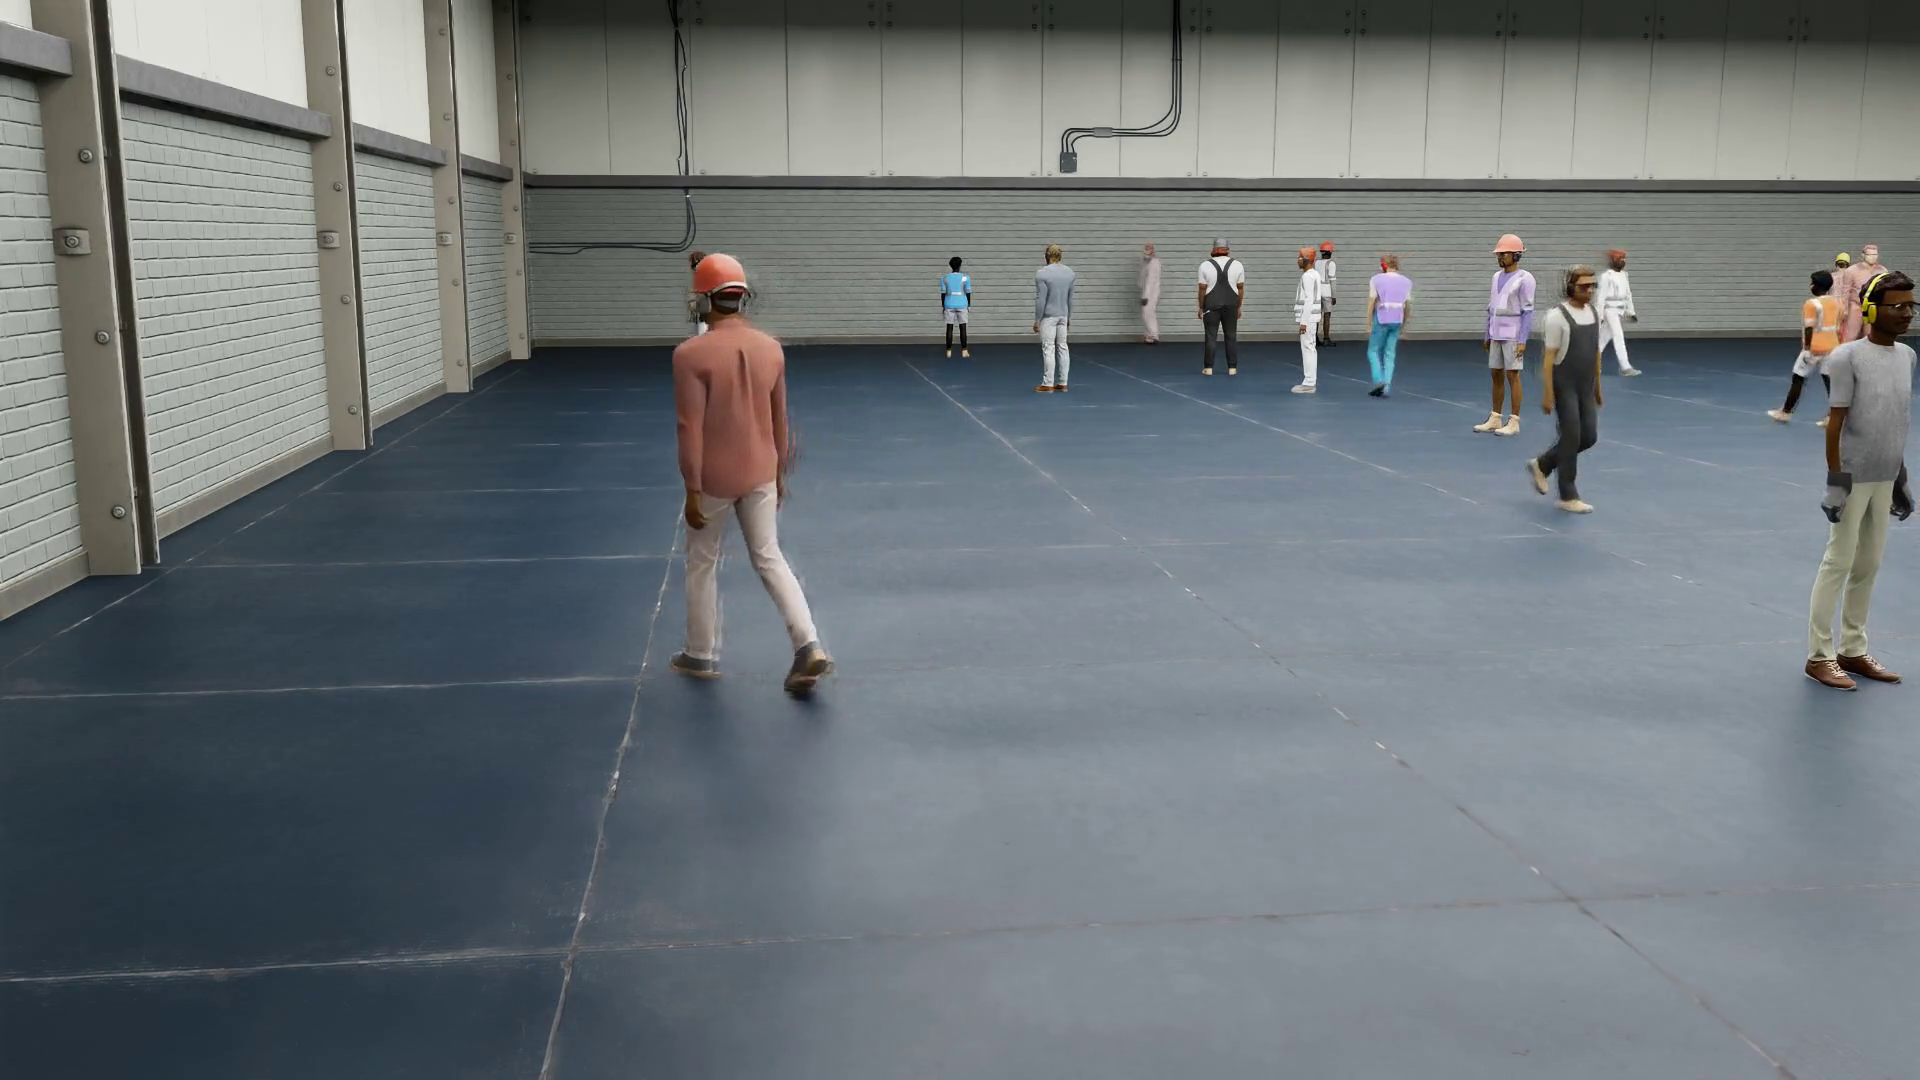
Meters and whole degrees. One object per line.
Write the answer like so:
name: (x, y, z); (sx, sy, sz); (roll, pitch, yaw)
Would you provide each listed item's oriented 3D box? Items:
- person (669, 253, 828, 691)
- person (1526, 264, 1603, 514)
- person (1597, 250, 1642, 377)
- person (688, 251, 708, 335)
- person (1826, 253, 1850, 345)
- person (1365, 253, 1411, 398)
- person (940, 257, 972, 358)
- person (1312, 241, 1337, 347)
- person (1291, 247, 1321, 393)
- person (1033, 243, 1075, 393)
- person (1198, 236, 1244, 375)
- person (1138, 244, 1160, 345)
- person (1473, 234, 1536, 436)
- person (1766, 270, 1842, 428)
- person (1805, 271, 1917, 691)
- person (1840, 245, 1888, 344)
person: (-0.957, -0.293, 7.433); (0.631, 1.961, 0.960); (-9, 14, -42)
person: (4.502, -1.129, 12.349); (0.534, 1.828, 0.620); (-6, 12, -30)
person: (9.584, -3.328, 24.382); (0.576, 1.841, 0.985); (-9, 14, -40)
person: (-3.763, -3.317, 24.429); (0.432, 1.812, 0.715); (-1, 10, -7)
person: (14.174, -3.741, 26.837); (0.525, 1.769, 0.315); (5, 11, 25)
person: (5.389, -2.701, 20.999); (0.613, 1.809, 0.485); (-2, 11, -12)
person: (-0.066, -3.900, 27.908); (0.533, 1.693, 0.319); (1, 10, 7)
person: (6.743, -4.539, 30.737); (0.359, 1.938, 0.545); (-8, 13, -36)
person: (4.519, -2.854, 21.650); (0.337, 1.882, 0.585); (4, 11, 19)
person: (1.210, -2.874, 21.609); (0.636, 1.939, 0.363); (-8, 13, -38)
person: (3.828, -3.458, 24.527); (0.672, 2.000, 0.536); (0, 10, 1)
person: (3.548, -4.595, 31.231); (0.411, 1.879, 0.739); (2, 10, 9)
person: (5.570, -2.085, 16.992); (0.377, 2.045, 0.605); (-4, 11, -21)
person: (9.097, -2.037, 17.778); (0.550, 1.655, 0.831); (-4, 11, -23)
person: (4.099, -0.265, 7.494); (0.509, 1.872, 0.329); (-5, 11, -25)
person: (13.182, -3.338, 24.244); (0.651, 1.904, 0.403); (0, 10, 2)
